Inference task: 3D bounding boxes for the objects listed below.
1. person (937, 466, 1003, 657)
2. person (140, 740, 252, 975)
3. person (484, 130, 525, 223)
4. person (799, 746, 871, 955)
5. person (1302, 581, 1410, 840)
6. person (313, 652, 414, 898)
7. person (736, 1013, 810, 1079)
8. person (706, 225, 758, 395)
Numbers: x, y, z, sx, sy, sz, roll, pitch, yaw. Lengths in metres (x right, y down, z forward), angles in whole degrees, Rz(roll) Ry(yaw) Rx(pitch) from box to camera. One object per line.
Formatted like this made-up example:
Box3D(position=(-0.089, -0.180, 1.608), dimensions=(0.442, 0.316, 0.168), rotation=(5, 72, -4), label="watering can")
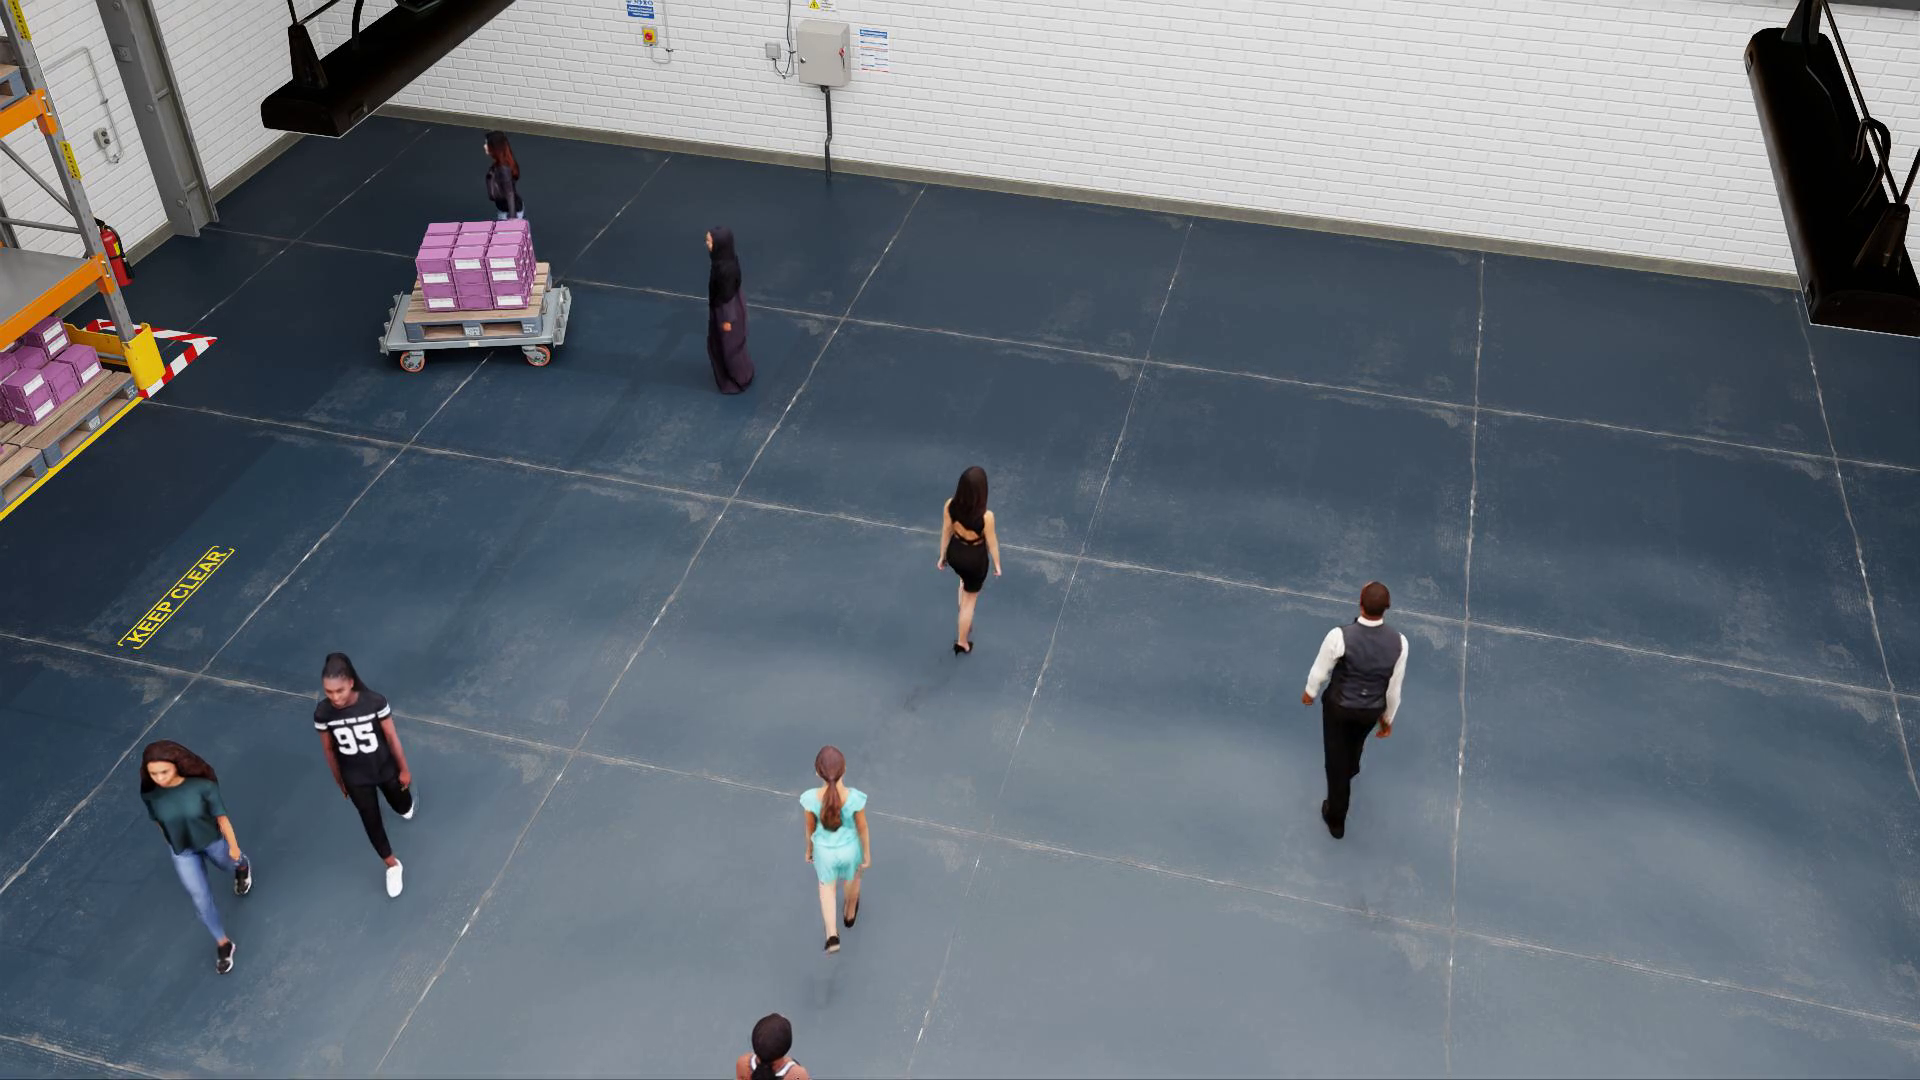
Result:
Box3D(position=(0.015, 0.215, 11.827), dimensions=(0.663, 1.635, 0.671), rotation=(20, 43, 23), label="person")
Box3D(position=(-4.521, 1.752, 9.946), dimensions=(0.914, 1.581, 1.157), rotation=(-8, 39, -10), label="person")
Box3D(position=(-4.287, -3.190, 16.098), dimensions=(0.840, 1.626, 0.736), rotation=(-9, 40, -11), label="person")
Box3D(position=(-0.739, 1.869, 9.829), dimensions=(0.684, 1.543, 0.905), rotation=(2, 39, 2), label="person")
Box3D(position=(2.488, 1.130, 10.479), dimensions=(0.880, 1.888, 1.065), rotation=(-2, 39, -2), label="person")
Box3D(position=(-3.642, 1.375, 10.311), dimensions=(0.929, 1.715, 1.083), rotation=(-10, 40, -13), label="person")
Box3D(position=(-0.895, 2.963, 8.291), dimensions=(0.564, 1.754, 0.498), rotation=(11, 40, 13), label="person")
Box3D(position=(-2.045, -2.064, 14.698), dimensions=(0.786, 1.615, 0.694), rotation=(-1, 39, -1), label="person")
